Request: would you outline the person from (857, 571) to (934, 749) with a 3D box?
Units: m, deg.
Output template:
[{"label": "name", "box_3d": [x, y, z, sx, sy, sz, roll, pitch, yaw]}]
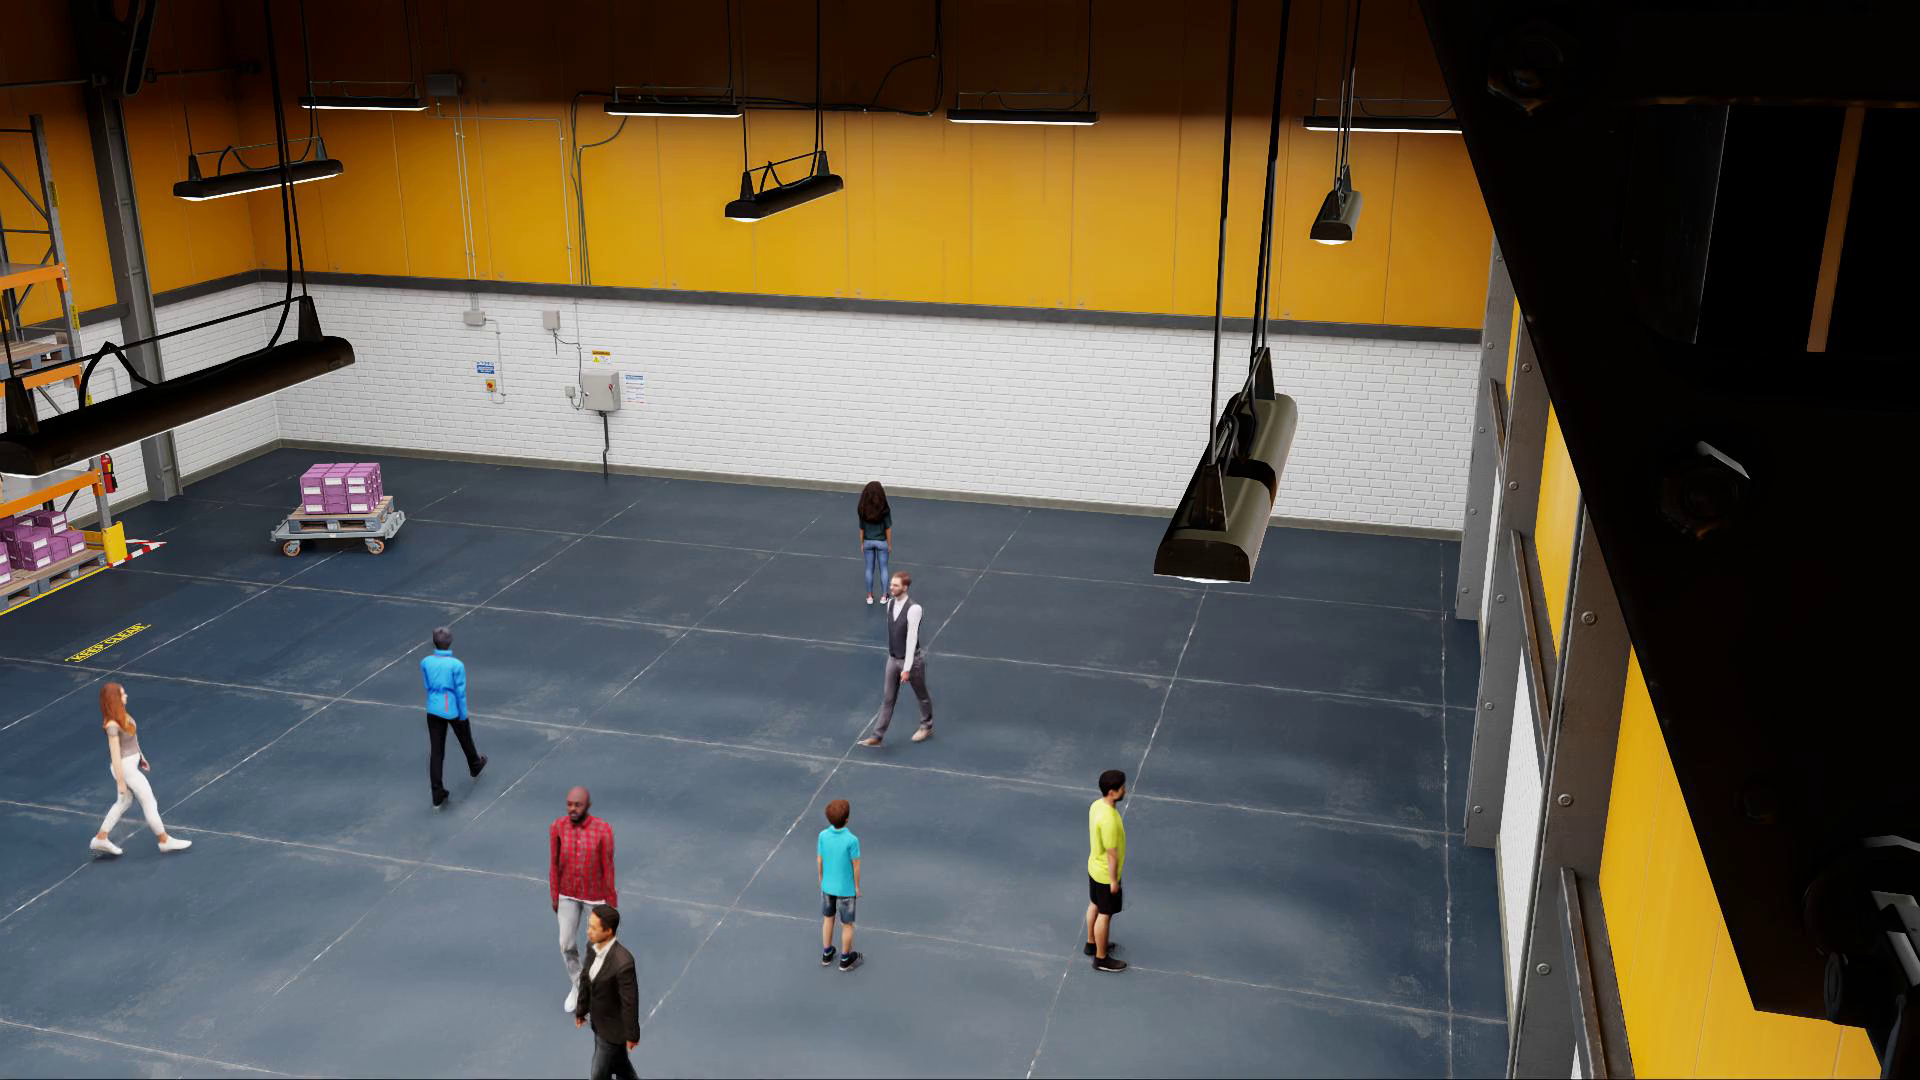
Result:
[{"label": "person", "box_3d": [-0.487, 1.228, 17.242, 1.070, 1.897, 1.292, 18, 25, 42]}]

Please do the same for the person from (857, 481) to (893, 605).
[{"label": "person", "box_3d": [-1.079, 0.028, 21.247, 0.617, 1.616, 0.611, 3, 19, 9]}]

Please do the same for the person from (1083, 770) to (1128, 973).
[{"label": "person", "box_3d": [1.166, 2.630, 13.378, 0.754, 1.707, 0.606, -3, 19, -10]}]

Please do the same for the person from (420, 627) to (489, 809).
[{"label": "person", "box_3d": [-4.984, 1.736, 15.986, 0.743, 1.737, 1.168, 2, 19, 5]}]

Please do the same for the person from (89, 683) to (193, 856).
[{"label": "person", "box_3d": [-7.595, 2.087, 15.001, 1.053, 1.699, 1.079, -7, 20, -21]}]

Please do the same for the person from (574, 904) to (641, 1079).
[{"label": "person", "box_3d": [-2.293, 3.262, 11.372, 0.891, 1.790, 0.837, -11, 22, -30]}]

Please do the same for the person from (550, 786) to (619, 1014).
[{"label": "person", "box_3d": [-2.915, 2.709, 12.981, 0.782, 1.810, 0.804, 0, 19, 1]}]

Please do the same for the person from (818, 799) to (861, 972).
[{"label": "person", "box_3d": [-0.983, 2.769, 13.380, 0.558, 1.442, 0.545, 8, 20, 22]}]
